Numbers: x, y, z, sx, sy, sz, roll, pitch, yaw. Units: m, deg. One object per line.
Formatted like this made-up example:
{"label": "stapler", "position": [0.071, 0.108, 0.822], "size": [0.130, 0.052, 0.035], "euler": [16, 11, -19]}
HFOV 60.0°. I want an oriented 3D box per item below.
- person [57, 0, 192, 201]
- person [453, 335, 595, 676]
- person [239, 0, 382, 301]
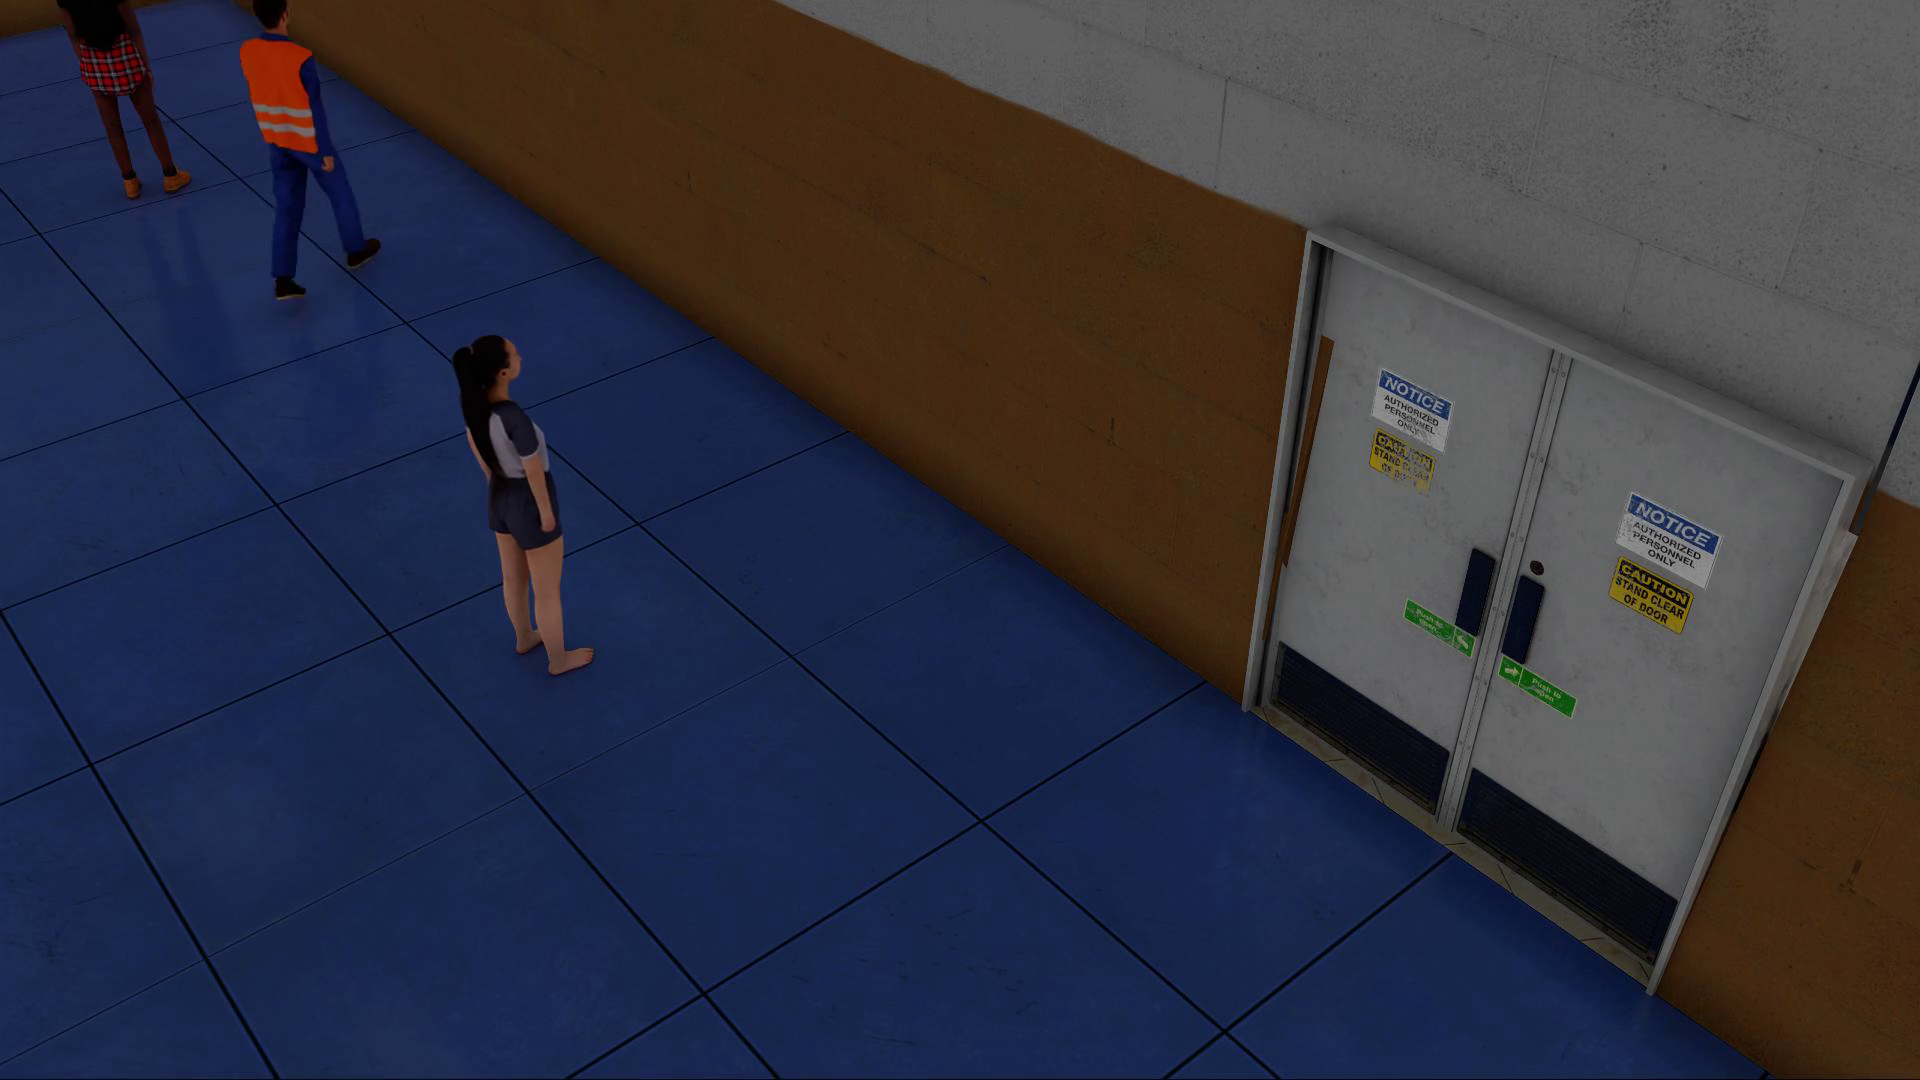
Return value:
{"label": "person", "position": [-5.580, -3.115, 10.985], "size": [0.681, 1.727, 0.774], "euler": [-8, 38, -10]}
{"label": "person", "position": [-1.881, -0.137, 7.081], "size": [0.618, 1.650, 0.550], "euler": [28, 45, 32]}
{"label": "person", "position": [-3.947, -2.273, 9.778], "size": [1.142, 1.828, 1.281], "euler": [8, 38, 10]}
